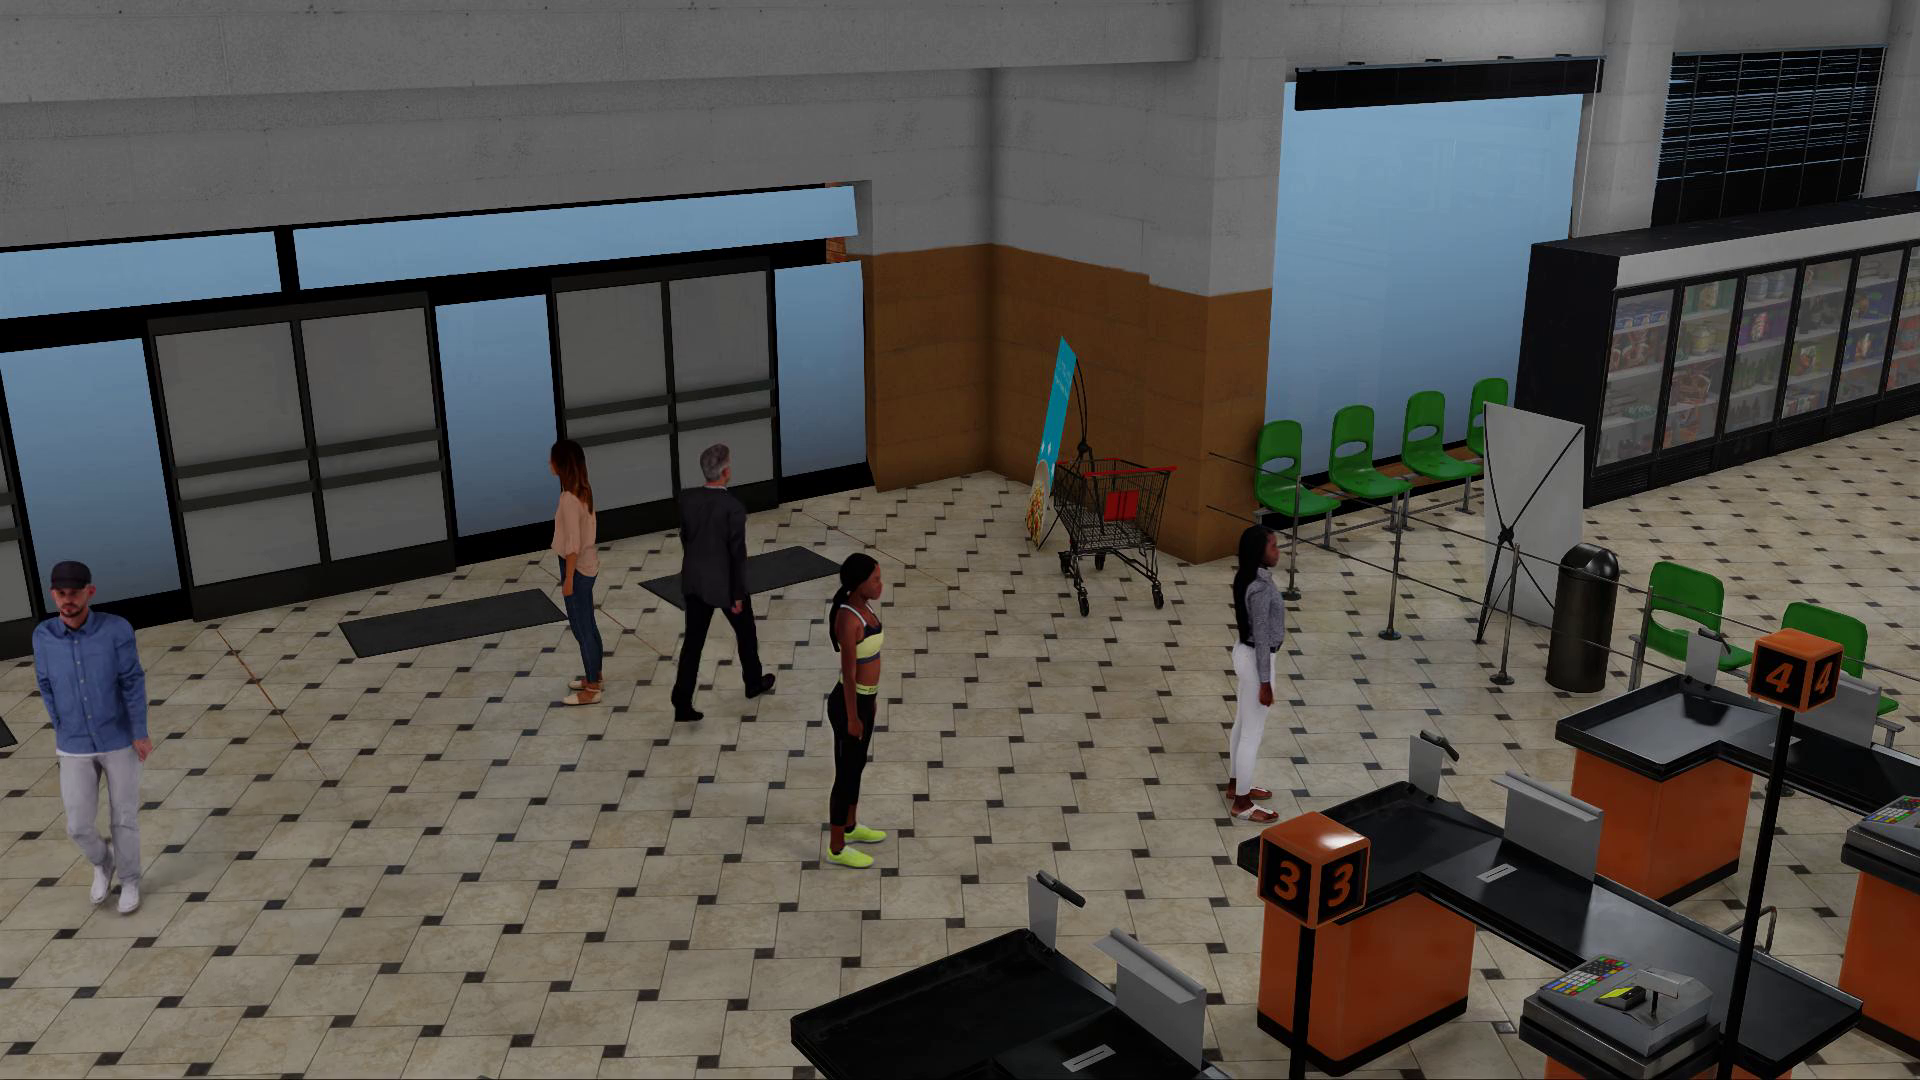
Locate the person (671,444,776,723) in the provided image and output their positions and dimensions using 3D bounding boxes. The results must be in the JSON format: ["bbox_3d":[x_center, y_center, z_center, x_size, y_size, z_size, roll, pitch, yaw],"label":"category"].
[{"bbox_3d":[-1.613,0.315,10.599,1.251,1.794,1.181,8,20,22],"label":"person"}]

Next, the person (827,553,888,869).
[{"bbox_3d":[-0.583,0.899,8.937,0.702,1.750,0.645,4,19,10],"label":"person"}]

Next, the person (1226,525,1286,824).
[{"bbox_3d":[1.675,0.738,9.452,0.733,1.725,0.651,1,19,3],"label":"person"}]

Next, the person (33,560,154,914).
[{"bbox_3d":[-4.378,0.983,8.493,0.744,1.875,0.757,-5,19,-15],"label":"person"}]

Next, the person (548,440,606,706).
[{"bbox_3d":[-2.498,0.208,10.919,0.730,1.792,0.627,-1,19,-3],"label":"person"}]
